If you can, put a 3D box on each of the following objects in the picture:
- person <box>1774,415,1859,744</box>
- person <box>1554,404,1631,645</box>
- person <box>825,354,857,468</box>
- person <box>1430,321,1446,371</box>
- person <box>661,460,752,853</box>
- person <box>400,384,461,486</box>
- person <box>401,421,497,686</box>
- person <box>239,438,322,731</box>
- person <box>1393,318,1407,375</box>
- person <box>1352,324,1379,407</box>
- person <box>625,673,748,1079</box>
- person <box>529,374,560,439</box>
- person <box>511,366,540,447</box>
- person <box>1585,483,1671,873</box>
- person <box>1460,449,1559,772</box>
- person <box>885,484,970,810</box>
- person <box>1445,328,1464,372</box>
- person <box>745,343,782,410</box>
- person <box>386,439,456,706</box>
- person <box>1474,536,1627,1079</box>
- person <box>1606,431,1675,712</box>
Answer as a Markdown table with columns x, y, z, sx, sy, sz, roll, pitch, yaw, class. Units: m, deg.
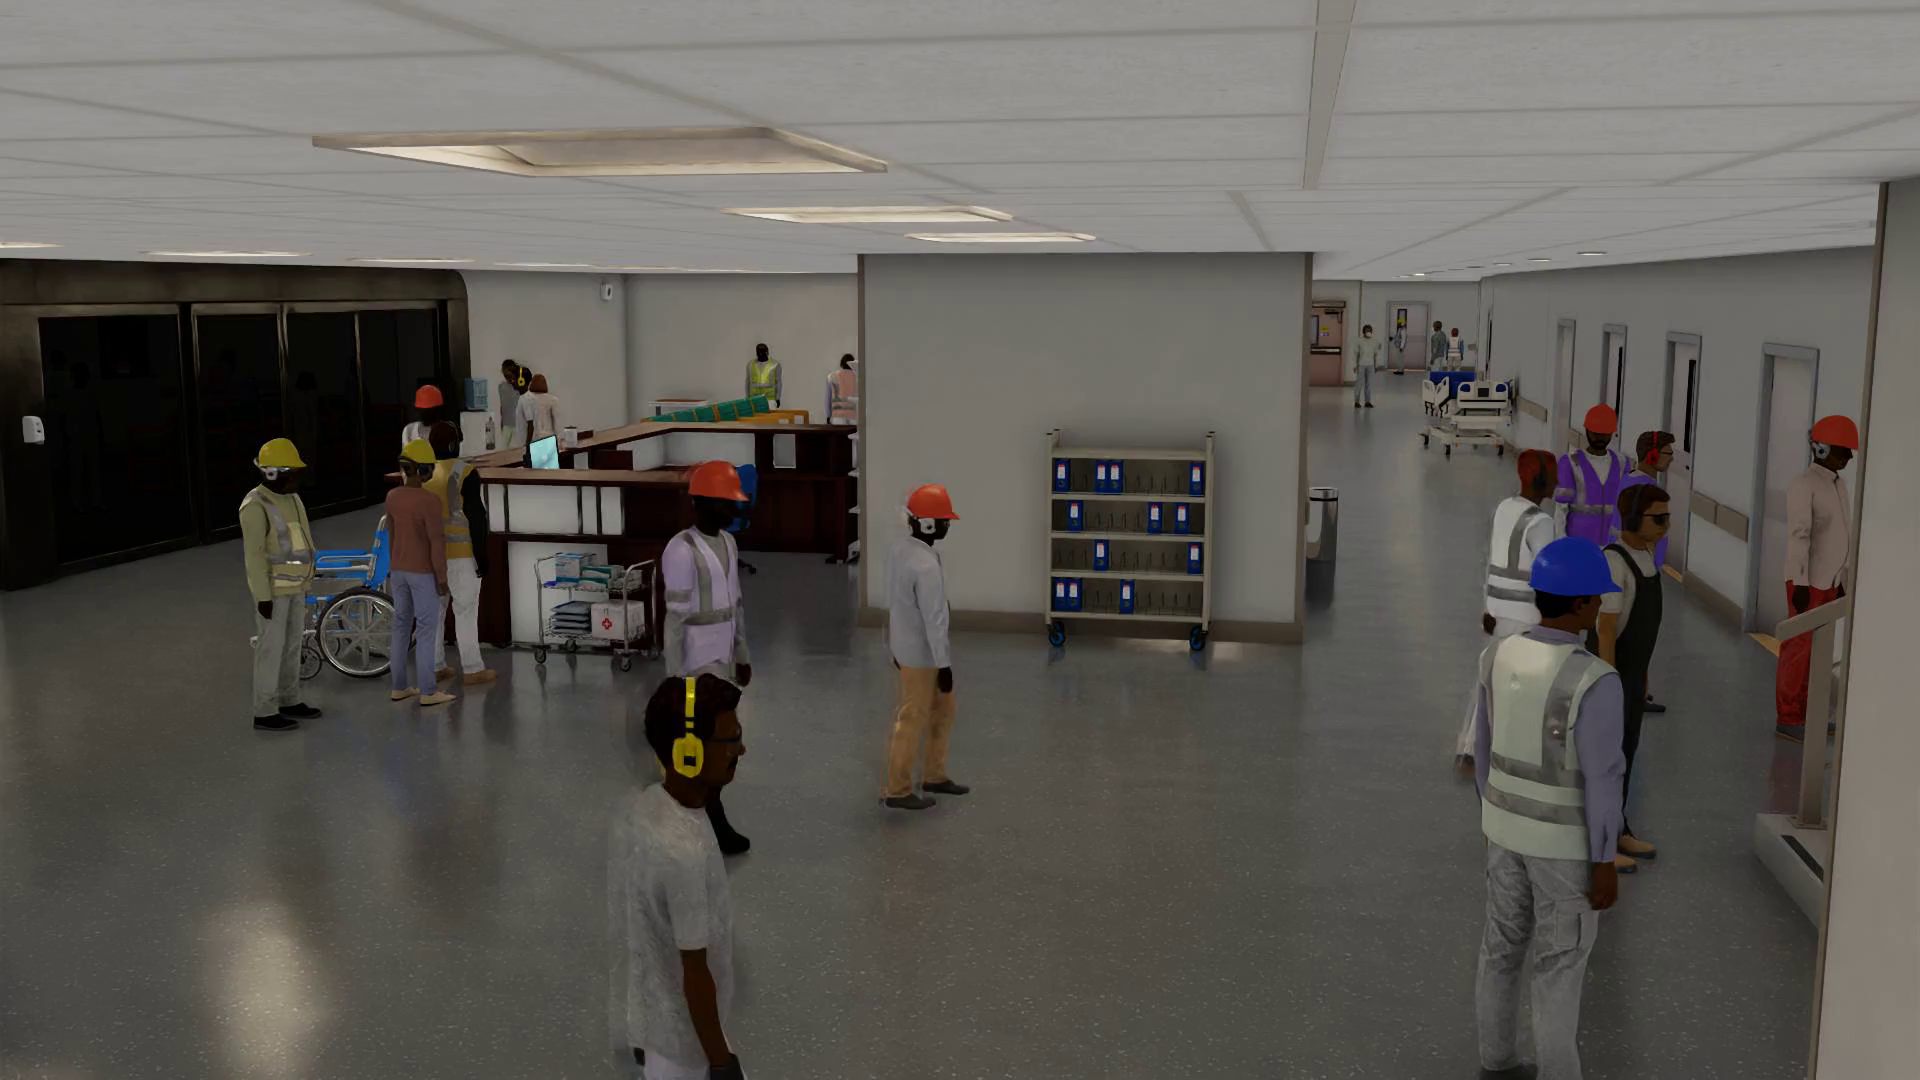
| x | y | z | sx | sy | sz | roll | pitch | yaw | class |
| --- | --- | --- | --- | --- | --- | --- | --- | --- | --- |
| 5.207 | 0.234 | 10.092 | 0.609 | 1.991 | 0.384 | -8 | 12 | -42 | person |
| 4.515 | -0.006 | 11.866 | 0.549 | 1.933 | 0.373 | -1 | 9 | -8 | person |
| -1.659 | -1.818 | 24.355 | 0.627 | 1.790 | 0.964 | -1 | 9 | -6 | person |
| 12.324 | -4.695 | 42.978 | 0.362 | 1.938 | 0.636 | 7 | 11 | 38 | person |
| -1.169 | 0.571 | 8.091 | 0.613 | 1.915 | 0.587 | 3 | 9 | 18 | person |
| -4.667 | -0.435 | 14.794 | 0.555 | 1.916 | 0.837 | 2 | 9 | 14 | person |
| -3.526 | 0.096 | 11.525 | 0.622 | 1.839 | 0.429 | 3 | 9 | 18 | person |
| -4.232 | 0.275 | 10.391 | 0.403 | 1.823 | 0.592 | 1 | 9 | 5 | person |
| 14.163 | -6.231 | 53.500 | 0.404 | 1.836 | 0.600 | 1 | 9 | 8 | person |
| 9.417 | -4.040 | 38.633 | 0.635 | 1.936 | 0.355 | -2 | 9 | -12 | person |
| -0.698 | 1.223 | 4.098 | 0.980 | 1.825 | 0.538 | -2 | 9 | -12 | person |
| -5.512 | -1.359 | 21.846 | 0.501 | 1.633 | 0.284 | -1 | 9 | -9 | person |
| -4.959 | -1.051 | 19.024 | 0.310 | 1.868 | 0.533 | -2 | 9 | -12 | person |
| 3.154 | 0.640 | 7.901 | 0.344 | 1.840 | 0.517 | 7 | 11 | 40 | person |
| 3.277 | 0.413 | 9.391 | 0.926 | 1.840 | 0.602 | -1 | 9 | -4 | person |
| -0.126 | 0.567 | 8.719 | 0.630 | 1.726 | 0.599 | -2 | 9 | -13 | person |
| 14.173 | -5.258 | 47.683 | 0.514 | 1.645 | 0.307 | 4 | 10 | 26 | person |
| -3.307 | -2.376 | 27.912 | 0.627 | 1.844 | 0.429 | 1 | 9 | 6 | person |
| -3.581 | 0.211 | 11.032 | 0.522 | 1.758 | 0.349 | 5 | 10 | 32 | person |
| 1.931 | 0.954 | 5.450 | 0.402 | 1.949 | 0.605 | -3 | 9 | -21 | person |
| 4.415 | 0.202 | 10.837 | 0.392 | 1.837 | 0.560 | 1 | 9 | 8 | person |
